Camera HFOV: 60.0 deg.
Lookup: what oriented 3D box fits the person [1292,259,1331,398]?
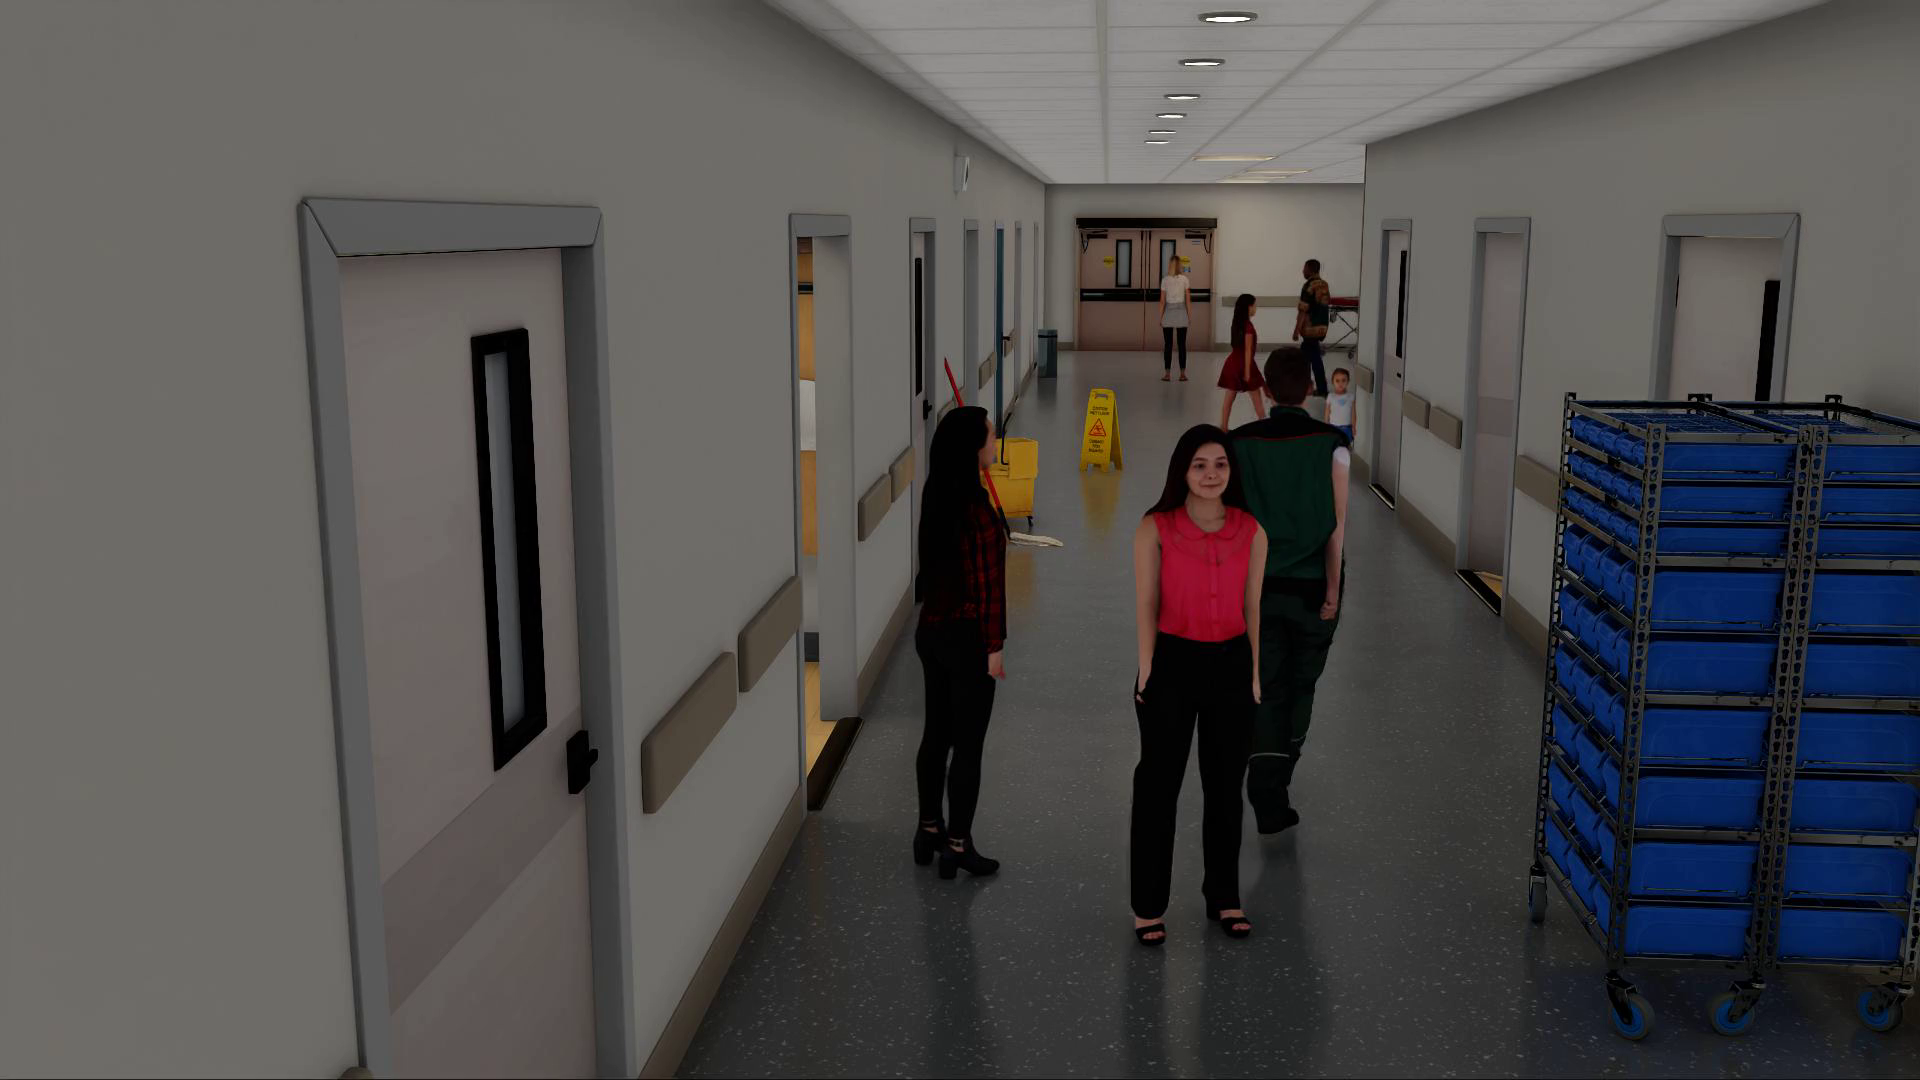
[{"bbox_3d":[4.678,-2.744,21.735,1.075,1.779,1.101,8,13,36],"label":"person"}]

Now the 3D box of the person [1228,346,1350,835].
[{"bbox_3d":[1.214,0.229,6.183,0.773,1.771,1.233,3,11,17],"label":"person"}]

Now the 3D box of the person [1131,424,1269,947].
[{"bbox_3d":[0.754,0.458,5.286,0.631,1.660,0.603,-2,11,-12],"label":"person"}]

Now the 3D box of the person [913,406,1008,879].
[{"bbox_3d":[-0.018,0.359,5.828,0.719,1.652,0.640,-7,13,-33],"label":"person"}]

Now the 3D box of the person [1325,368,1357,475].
[{"bbox_3d":[3.396,-1.024,14.833,0.428,1.013,0.541,1,11,7],"label":"person"}]

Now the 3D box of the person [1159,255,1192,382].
[{"bbox_3d":[3.153,-3.250,24.389,0.607,1.824,0.512,1,11,4],"label":"person"}]

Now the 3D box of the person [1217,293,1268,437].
[{"bbox_3d":[2.922,-1.822,17.655,0.902,1.521,0.990,-4,12,-21],"label":"person"}]
